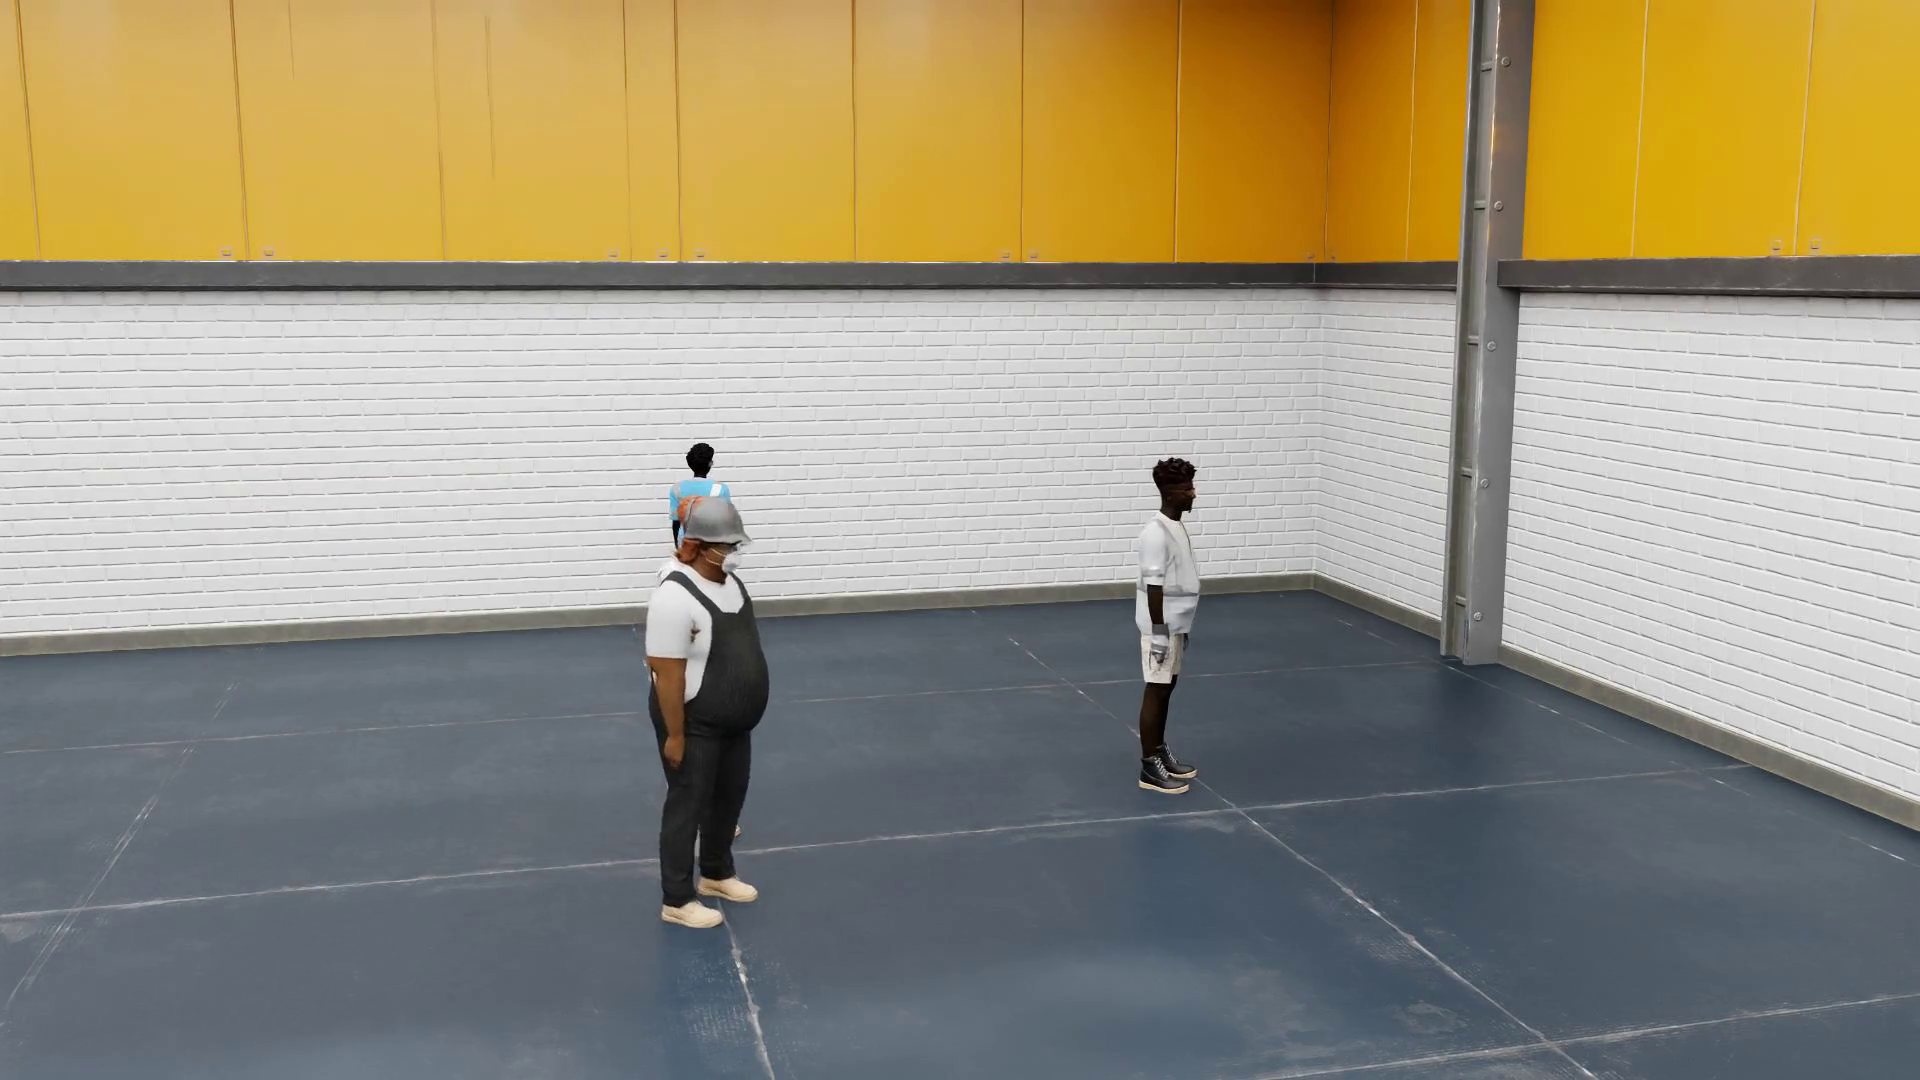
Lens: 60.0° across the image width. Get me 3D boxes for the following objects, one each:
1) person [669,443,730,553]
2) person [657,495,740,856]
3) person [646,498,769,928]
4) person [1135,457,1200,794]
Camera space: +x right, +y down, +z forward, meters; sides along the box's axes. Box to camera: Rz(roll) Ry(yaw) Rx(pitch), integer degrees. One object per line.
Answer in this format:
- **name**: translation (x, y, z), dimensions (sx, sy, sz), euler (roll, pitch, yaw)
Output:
- **person**: translation (-2.044, 0.074, 13.228), dimensions (0.532, 1.697, 0.319), euler (2, 9, 12)
- **person**: translation (-1.377, 0.697, 8.755), dimensions (0.338, 1.882, 0.583), euler (3, 9, 16)
- **person**: translation (-1.158, 0.783, 7.734), dimensions (0.543, 2.000, 0.691), euler (3, 10, 18)
- **person**: translation (1.227, 0.487, 9.811), dimensions (0.366, 1.967, 0.602), euler (3, 10, 19)
